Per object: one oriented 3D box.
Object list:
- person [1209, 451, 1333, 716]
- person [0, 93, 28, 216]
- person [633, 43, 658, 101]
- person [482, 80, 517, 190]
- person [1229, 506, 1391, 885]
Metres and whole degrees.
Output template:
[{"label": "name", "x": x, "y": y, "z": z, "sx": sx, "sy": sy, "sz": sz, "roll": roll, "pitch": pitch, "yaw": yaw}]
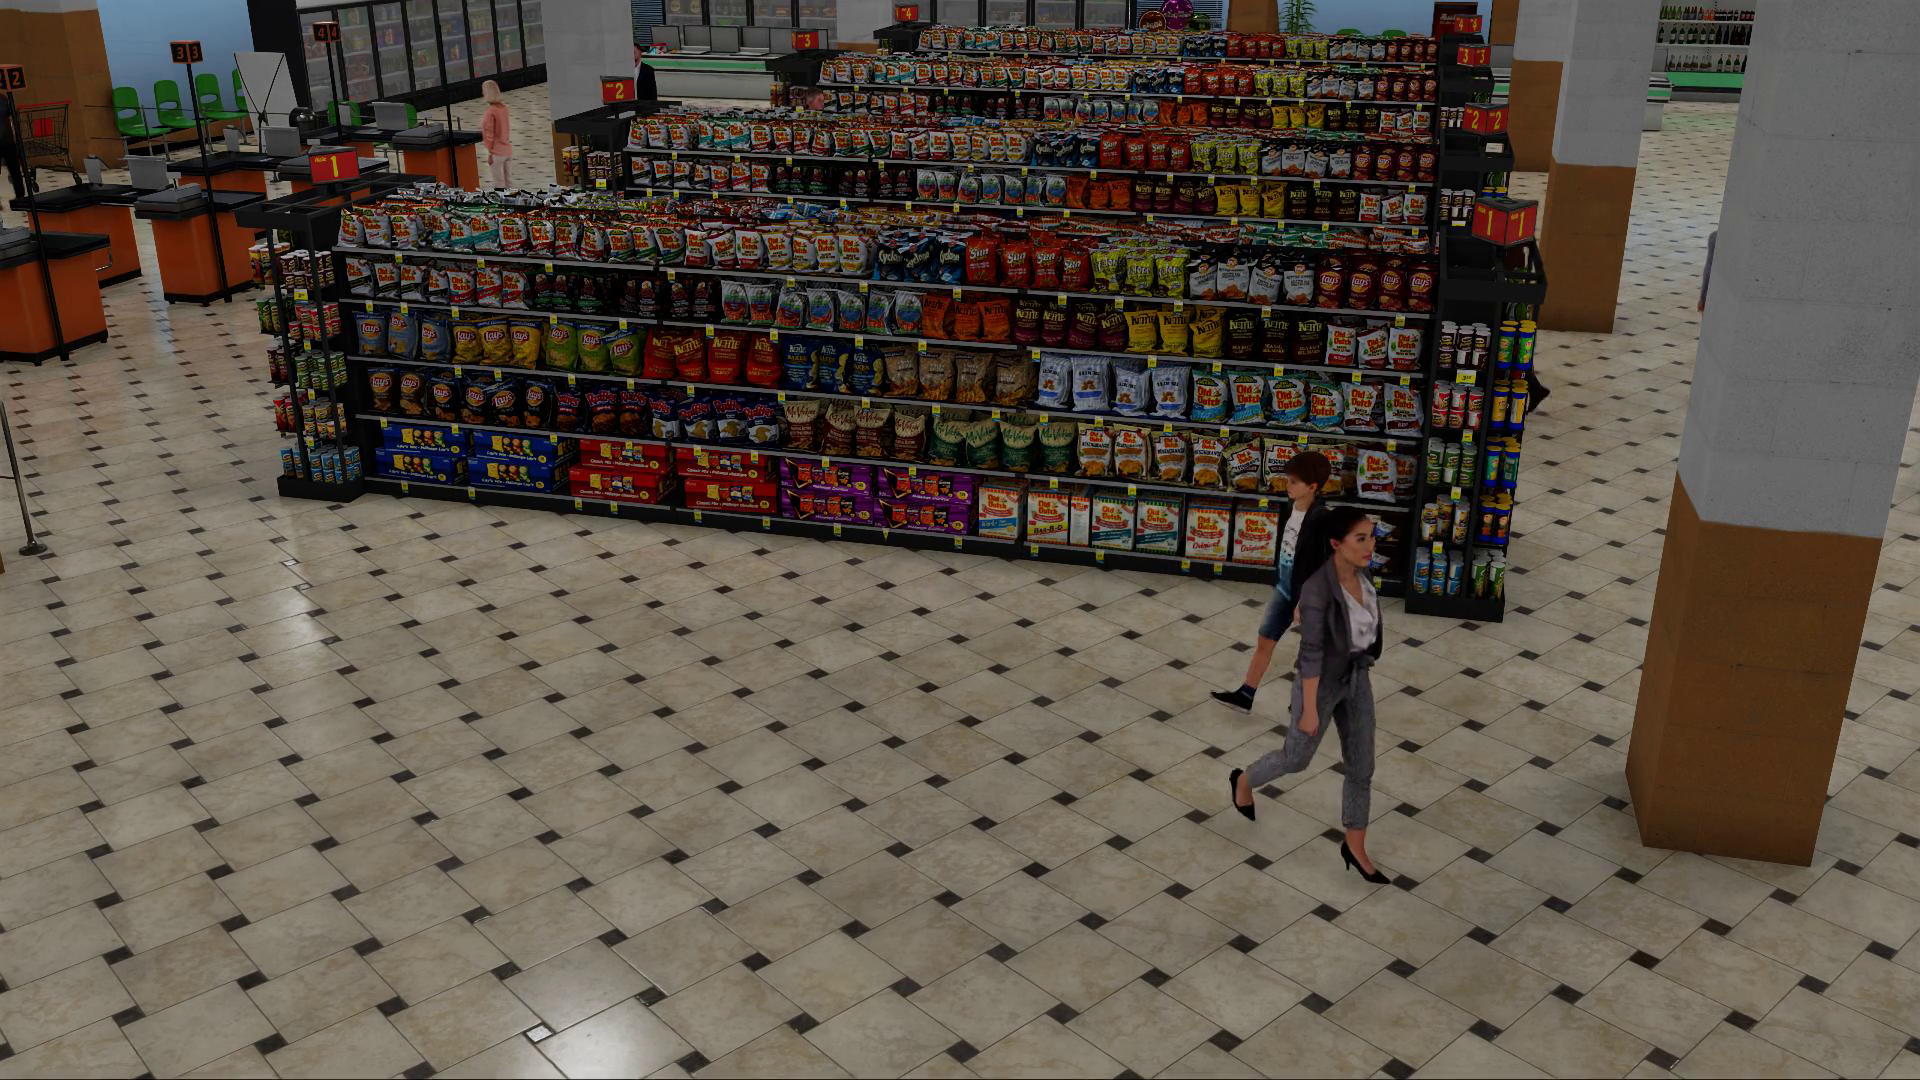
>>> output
[{"label": "person", "x": 1.771, "y": 0.246, "z": 8.347, "sx": 0.955, "sy": 1.423, "sz": 0.831, "roll": -8, "pitch": 23, "yaw": -19}, {"label": "person", "x": -12.085, "y": -4.960, "z": 20.880, "sx": 1.005, "sy": 1.739, "sz": 1.189, "roll": -20, "pitch": 29, "yaw": -40}, {"label": "person", "x": -4.537, "y": -6.113, "z": 23.610, "sx": 0.457, "sy": 1.842, "sz": 0.718, "roll": 5, "pitch": 22, "yaw": 13}, {"label": "person", "x": -5.645, "y": -4.759, "z": 20.402, "sx": 0.503, "sy": 1.723, "sz": 0.582, "roll": 6, "pitch": 23, "yaw": 14}, {"label": "person", "x": 1.506, "y": 0.633, "z": 7.083, "sx": 0.983, "sy": 1.647, "sz": 1.165, "roll": -19, "pitch": 29, "yaw": -39}]
